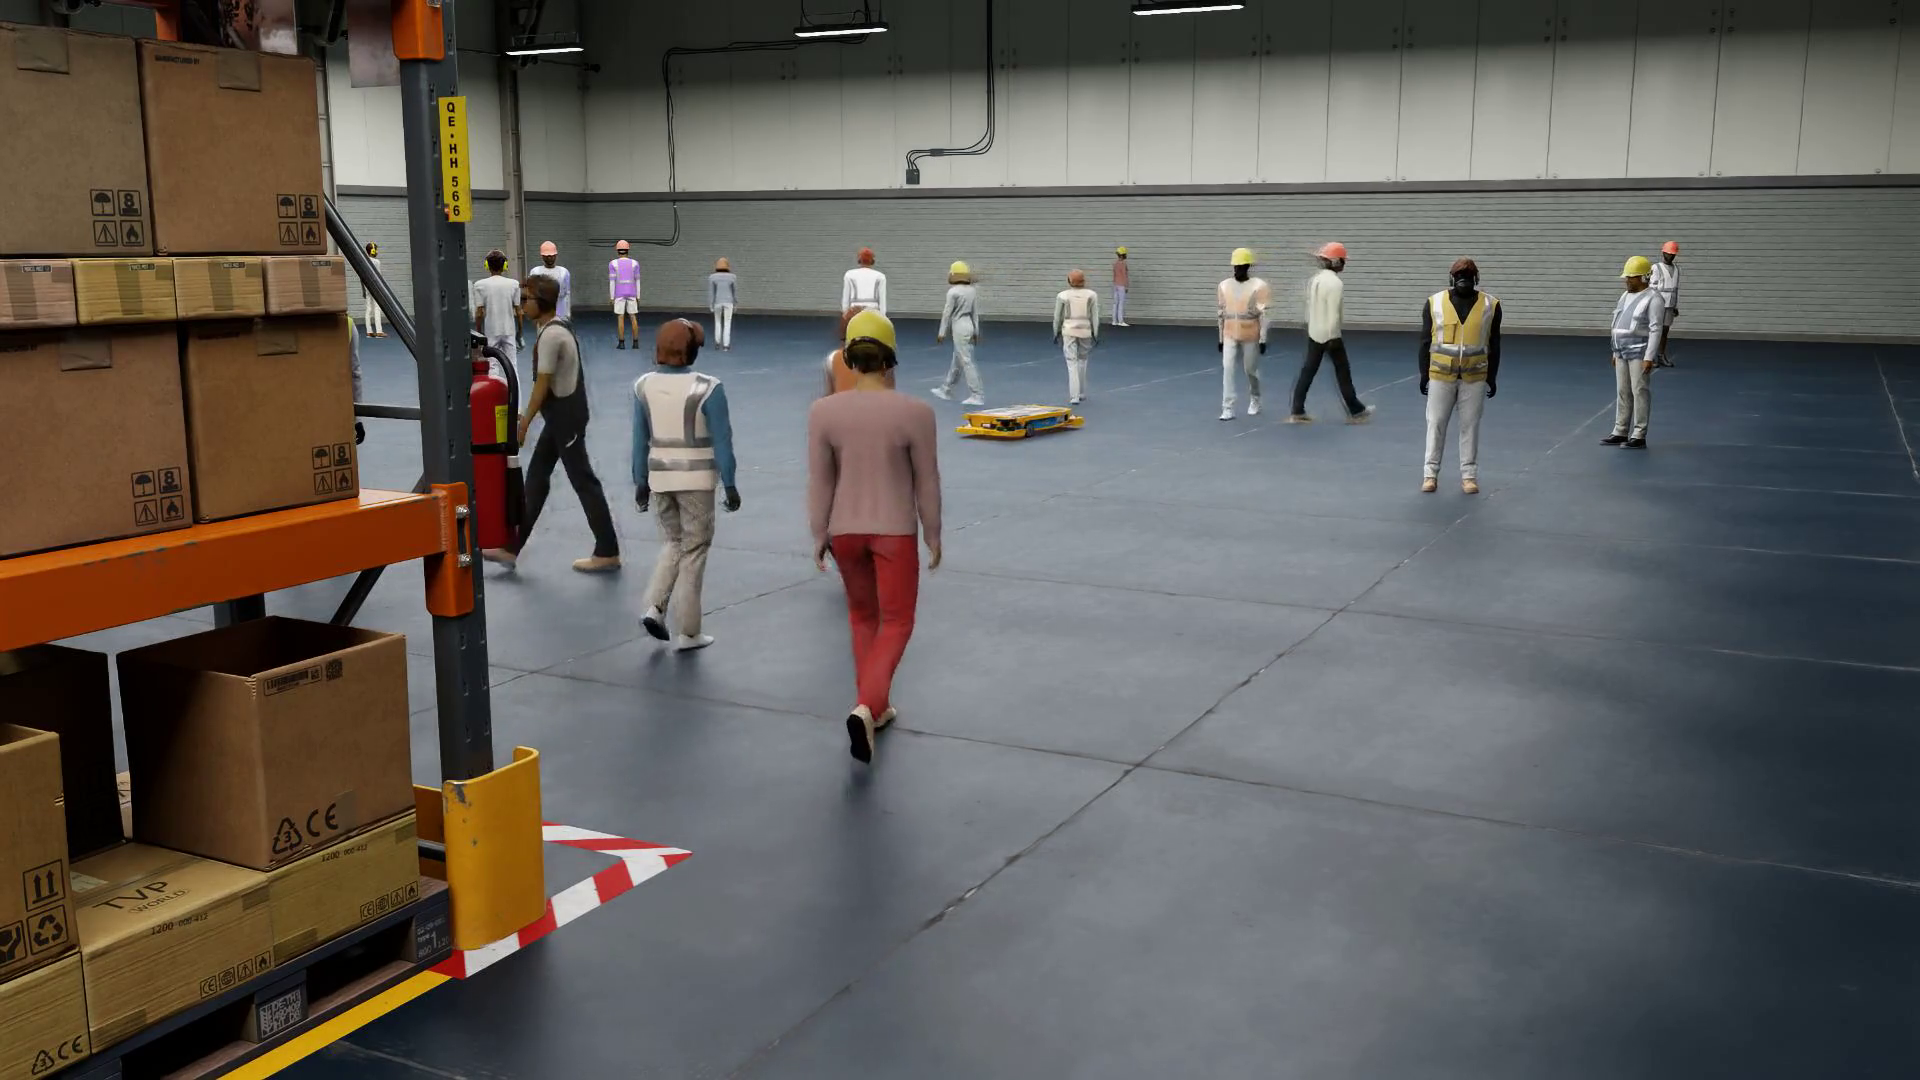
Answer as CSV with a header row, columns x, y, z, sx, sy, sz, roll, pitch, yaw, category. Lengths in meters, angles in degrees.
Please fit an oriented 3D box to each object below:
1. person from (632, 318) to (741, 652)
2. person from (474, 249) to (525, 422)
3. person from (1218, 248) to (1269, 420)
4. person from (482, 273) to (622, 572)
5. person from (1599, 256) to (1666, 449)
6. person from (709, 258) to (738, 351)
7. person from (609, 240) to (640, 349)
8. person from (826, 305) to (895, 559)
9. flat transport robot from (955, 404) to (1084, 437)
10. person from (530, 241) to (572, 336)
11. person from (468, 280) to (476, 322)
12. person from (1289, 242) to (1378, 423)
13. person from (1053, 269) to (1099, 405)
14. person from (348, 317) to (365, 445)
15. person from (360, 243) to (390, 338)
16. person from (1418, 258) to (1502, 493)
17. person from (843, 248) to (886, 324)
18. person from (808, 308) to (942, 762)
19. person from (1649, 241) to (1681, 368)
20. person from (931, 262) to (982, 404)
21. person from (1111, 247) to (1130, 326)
x,y,z,sx,sy,sz,roll,pitch,yaw,category
-1.323,-0.260,8.091,0.523,1.626,0.367,6,12,28,person
-4.966,-2.192,17.977,0.510,1.868,0.328,-4,11,-19,person
3.154,-2.299,18.495,0.596,1.896,0.921,6,12,28,person
-2.479,-0.676,9.894,0.935,1.792,0.498,-3,11,-15,person
6.398,-1.775,15.817,0.403,1.824,0.589,-2,11,-13,person
-4.173,-4.162,29.413,0.500,1.609,0.694,-1,10,-4,person
-5.969,-4.360,29.607,0.548,1.934,0.375,-4,11,-22,person
-0.615,-0.566,9.763,0.538,1.620,0.471,8,13,39,person
0.628,-1.234,17.100,0.652,0.197,1.431,7,13,35,flat transport robot
-5.621,-3.130,22.896,0.551,1.934,0.373,-4,11,-22,person
-7.816,-3.548,26.029,0.529,1.618,0.342,2,11,13,person
4.016,-2.215,17.887,1.008,1.937,0.642,-3,11,-15,person
1.382,-2.463,20.126,0.545,1.602,0.782,-1,10,-7,person
-3.901,-0.718,10.021,0.621,1.838,0.429,-6,12,-29,person
-11.646,-4.943,32.984,0.521,1.865,0.336,5,11,23,person
3.928,-1.287,13.108,0.622,1.844,0.429,2,11,12,person
-1.284,-3.020,22.525,0.583,1.858,0.780,-2,11,-9,person
-0.353,-0.030,6.500,0.528,1.740,0.781,3,11,16,person
10.814,-3.608,25.513,0.545,1.933,0.376,-4,11,-20,person
-0.068,-2.494,20.090,0.902,1.697,0.496,7,12,33,person
3.570,-5.627,37.053,0.403,1.779,0.544,-4,11,-22,person
